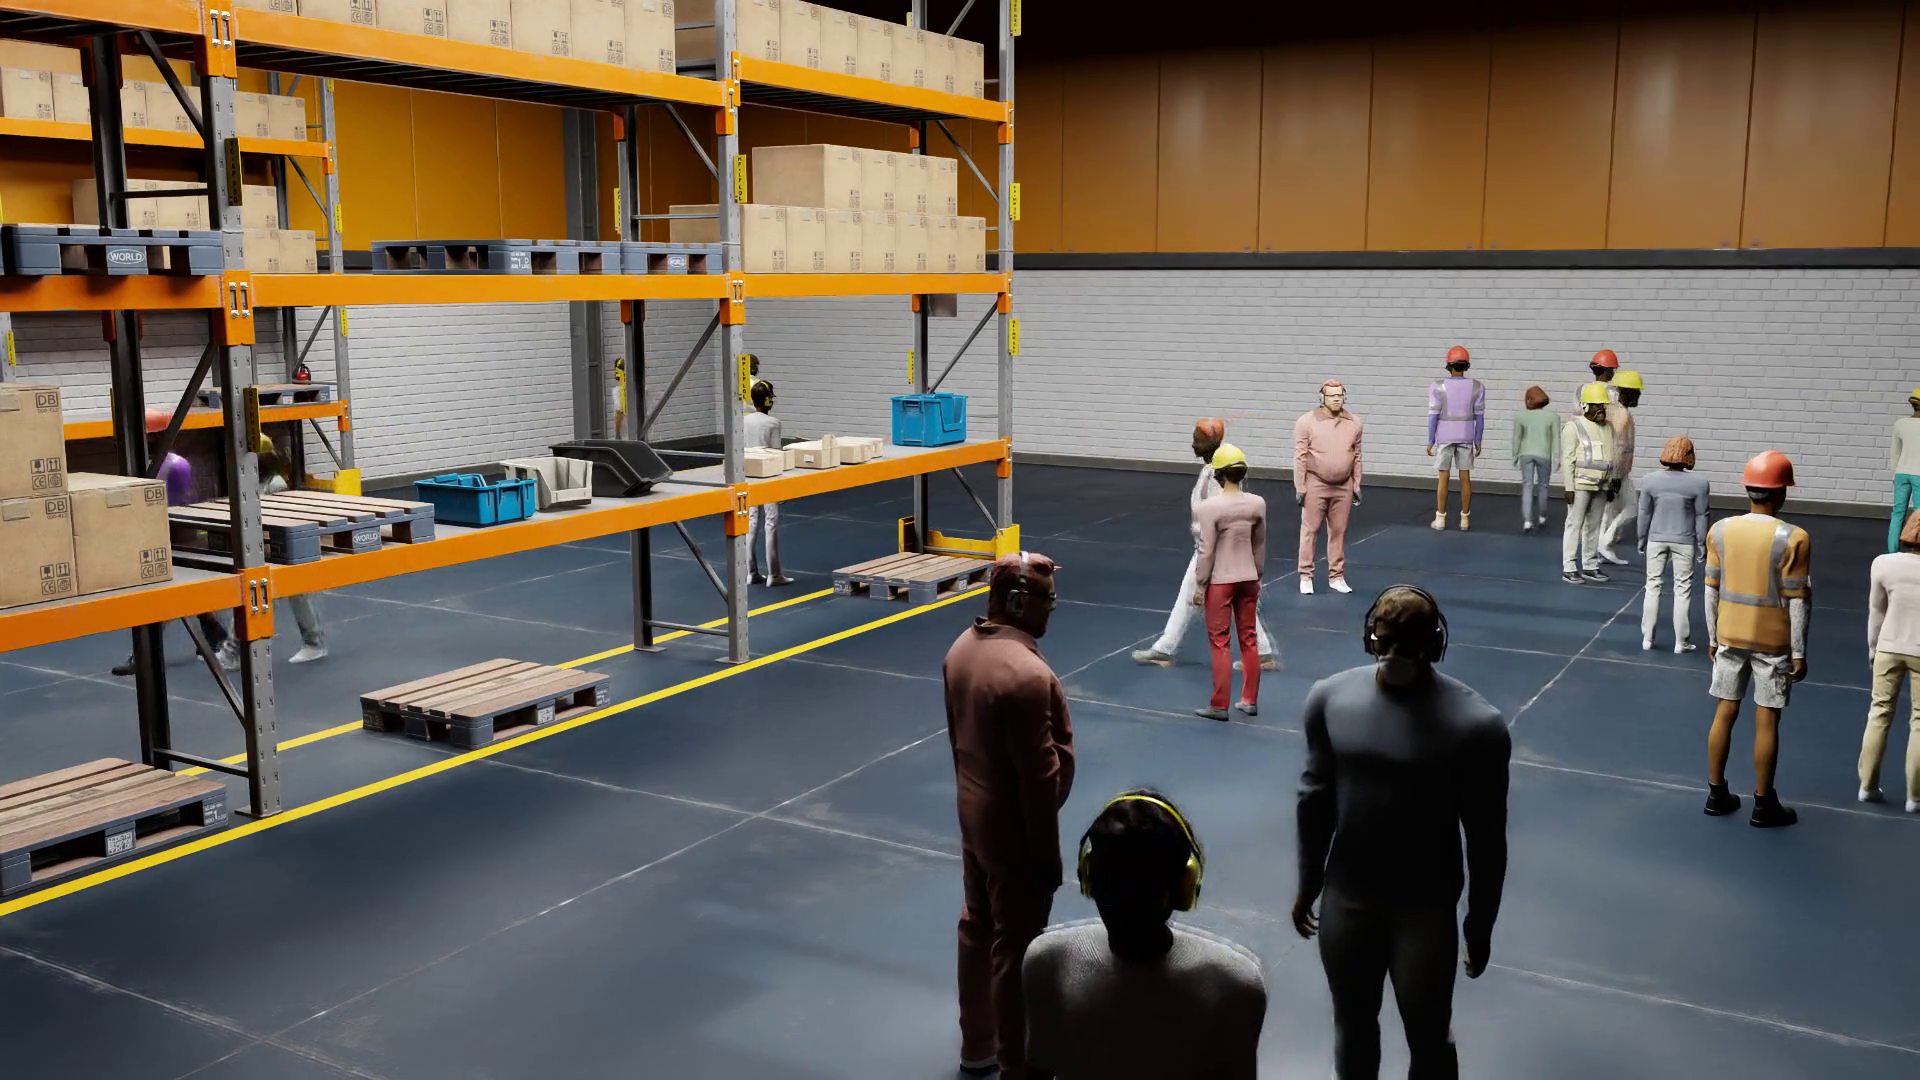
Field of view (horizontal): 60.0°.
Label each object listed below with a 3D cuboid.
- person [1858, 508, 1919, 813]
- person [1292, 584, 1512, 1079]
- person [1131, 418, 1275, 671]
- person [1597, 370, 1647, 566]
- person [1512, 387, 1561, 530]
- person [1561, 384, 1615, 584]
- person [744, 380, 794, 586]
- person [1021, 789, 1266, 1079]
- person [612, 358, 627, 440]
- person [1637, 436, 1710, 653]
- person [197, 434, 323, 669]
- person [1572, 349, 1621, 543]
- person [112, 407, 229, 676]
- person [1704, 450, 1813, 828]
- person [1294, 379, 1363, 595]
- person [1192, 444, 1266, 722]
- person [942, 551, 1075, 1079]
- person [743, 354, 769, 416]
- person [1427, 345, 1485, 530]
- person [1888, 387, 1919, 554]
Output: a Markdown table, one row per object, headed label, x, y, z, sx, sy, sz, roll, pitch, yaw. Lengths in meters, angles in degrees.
| label | x | y | z | sx | sy | sz | roll | pitch | yaw |
| --- | --- | --- | --- | --- | --- | --- | --- | --- | --- |
| person | 5.057 | 0.625 | 8.814 | 0.284 | 1.626 | 0.492 | -8 | 12 | -39 |
| person | 1.314 | 1.080 | 5.012 | 0.637 | 1.936 | 0.379 | 7 | 11 | 36 |
| person | 1.795 | 0.043 | 11.845 | 1.006 | 1.829 | 0.584 | 0 | 9 | 1 |
| person | 6.393 | -0.684 | 16.083 | 0.424 | 1.909 | 0.612 | 2 | 9 | 15 |
| person | 6.443 | -0.921 | 18.591 | 0.534 | 1.576 | 0.870 | 4 | 10 | 23 |
| person | 5.792 | -0.516 | 15.289 | 0.590 | 1.833 | 0.404 | -5 | 10 | -26 |
| person | -1.786 | -0.513 | 15.148 | 0.517 | 1.874 | 0.328 | 6 | 11 | 31 |
| person | 0.368 | 1.381 | 3.395 | 0.527 | 1.853 | 0.634 | 3 | 9 | 15 |
| person | -3.898 | -1.223 | 19.638 | 0.551 | 1.856 | 0.516 | 5 | 10 | 26 |
| person | 5.344 | 0.033 | 12.480 | 0.508 | 1.632 | 0.270 | 7 | 11 | 36 |
| person | -5.003 | 0.089 | 11.914 | 0.500 | 1.697 | 0.889 | 7 | 11 | 36 |
| person | 6.748 | -0.984 | 17.554 | 0.377 | 2.045 | 0.605 | -5 | 11 | -31 |
| person | -5.763 | -0.028 | 12.074 | 0.560 | 1.896 | 0.986 | 5 | 10 | 28 |
| person | 4.108 | 0.506 | 8.573 | 0.349 | 1.942 | 0.545 | -7 | 11 | -36 |
| person | 3.277 | -0.468 | 14.757 | 0.638 | 1.910 | 0.407 | -2 | 9 | -10 |
| person | 1.707 | 0.268 | 10.608 | 0.533 | 1.765 | 0.329 | -5 | 10 | -29 |
| person | 0.197 | 0.981 | 5.737 | 0.405 | 1.903 | 0.636 | -4 | 10 | -23 |
| person | -2.587 | -1.383 | 20.676 | 0.627 | 1.843 | 0.429 | 9 | 13 | 44 |
| person | 5.476 | -1.123 | 18.412 | 0.611 | 2.048 | 0.364 | 1 | 9 | 5 |
| person | 9.265 | -0.614 | 16.112 | 0.311 | 1.768 | 0.522 | -4 | 10 | -23 |
